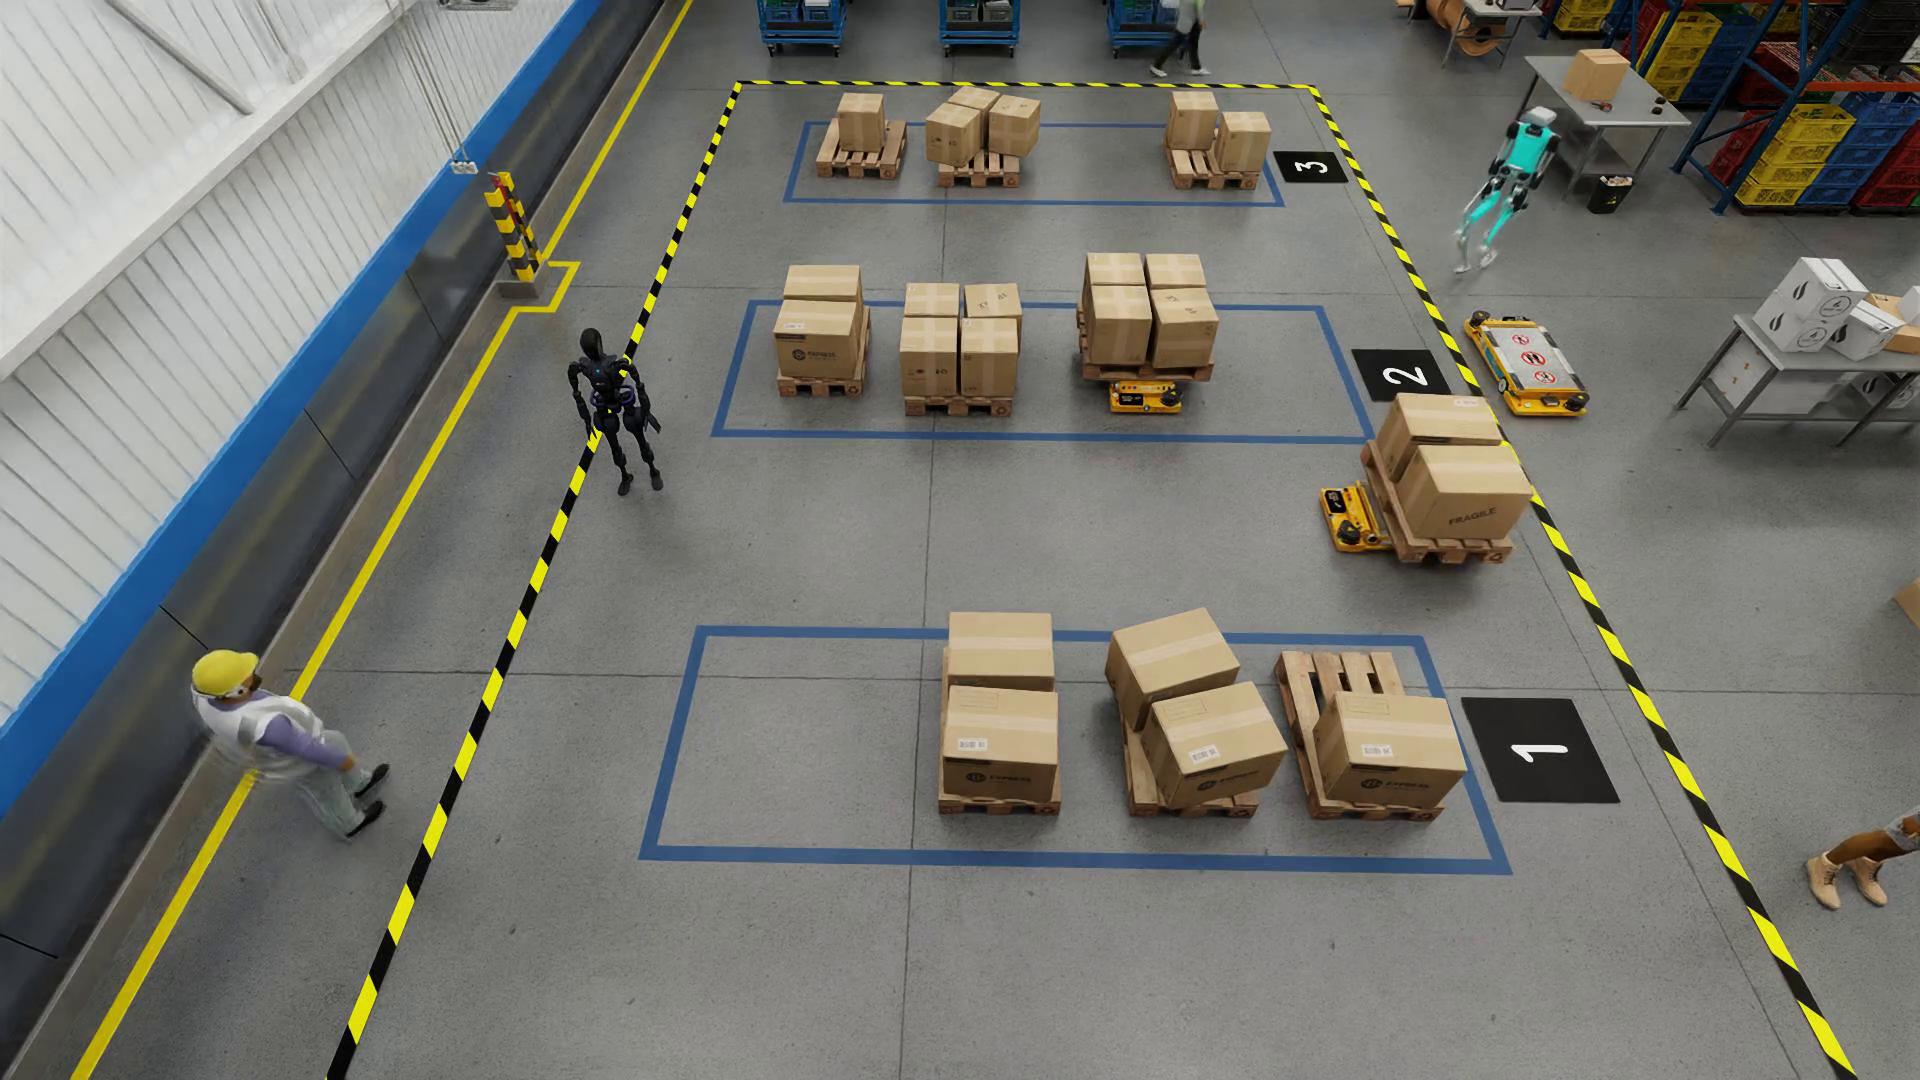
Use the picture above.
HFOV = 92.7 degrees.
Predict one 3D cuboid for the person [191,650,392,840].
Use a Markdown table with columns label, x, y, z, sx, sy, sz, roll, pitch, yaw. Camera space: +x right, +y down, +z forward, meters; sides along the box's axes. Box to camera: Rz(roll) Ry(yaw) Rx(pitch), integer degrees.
| label | x | y | z | sx | sy | sz | roll | pitch | yaw |
| --- | --- | --- | --- | --- | --- | --- | --- | --- | --- |
| person | -3.910 | 1.178 | 5.493 | 0.619 | 1.808 | 0.635 | 22 | 53 | 18 |

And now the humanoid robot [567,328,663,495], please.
| label | x | y | z | sx | sy | sz | roll | pitch | yaw |
| --- | --- | --- | --- | --- | --- | --- | --- | --- | --- |
| humanoid robot | -2.786 | -1.031 | 7.482 | 0.599 | 1.659 | 0.315 | -7 | 50 | -6 |

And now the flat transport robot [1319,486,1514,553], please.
| label | x | y | z | sx | sy | sz | roll | pitch | yaw |
| --- | --- | --- | --- | --- | --- | --- | --- | --- | --- |
| flat transport robot | 3.829 | -0.205 | 7.693 | 1.431 | 0.197 | 0.652 | 1 | 49 | 1 |

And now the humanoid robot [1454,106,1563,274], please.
| label | x | y | z | sx | sy | sz | roll | pitch | yaw |
| --- | --- | --- | --- | --- | --- | --- | --- | --- | --- |
| humanoid robot | 5.658 | -3.580 | 9.645 | 0.969 | 1.728 | 0.540 | -33 | 57 | -25 |

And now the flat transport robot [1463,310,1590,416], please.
| label | x | y | z | sx | sy | sz | roll | pitch | yaw |
| --- | --- | --- | --- | --- | --- | --- | --- | --- | --- |
| flat transport robot | 5.573 | -1.757 | 9.054 | 0.659 | 0.231 | 1.431 | 1 | 49 | 1 |

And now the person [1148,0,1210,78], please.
| label | x | y | z | sx | sy | sz | roll | pitch | yaw |
| --- | --- | --- | --- | --- | --- | --- | --- | --- | --- |
| person | 3.237 | -7.508 | 13.011 | 0.915 | 1.813 | 0.598 | 1 | 49 | 1 |

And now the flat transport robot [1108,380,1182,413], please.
| label | x | y | z | sx | sy | sz | roll | pitch | yaw |
| --- | --- | --- | --- | --- | --- | --- | --- | --- | --- |
| flat transport robot | 1.773 | -1.807 | 9.079 | 0.652 | 0.197 | 1.431 | 1 | 49 | 1 |

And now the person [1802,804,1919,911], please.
| label | x | y | z | sx | sy | sz | roll | pitch | yaw |
| --- | --- | --- | --- | --- | --- | --- | --- | --- | --- |
| person | 5.594 | 1.533 | 5.036 | 0.609 | 2.038 | 0.390 | -1 | 49 | -1 |
